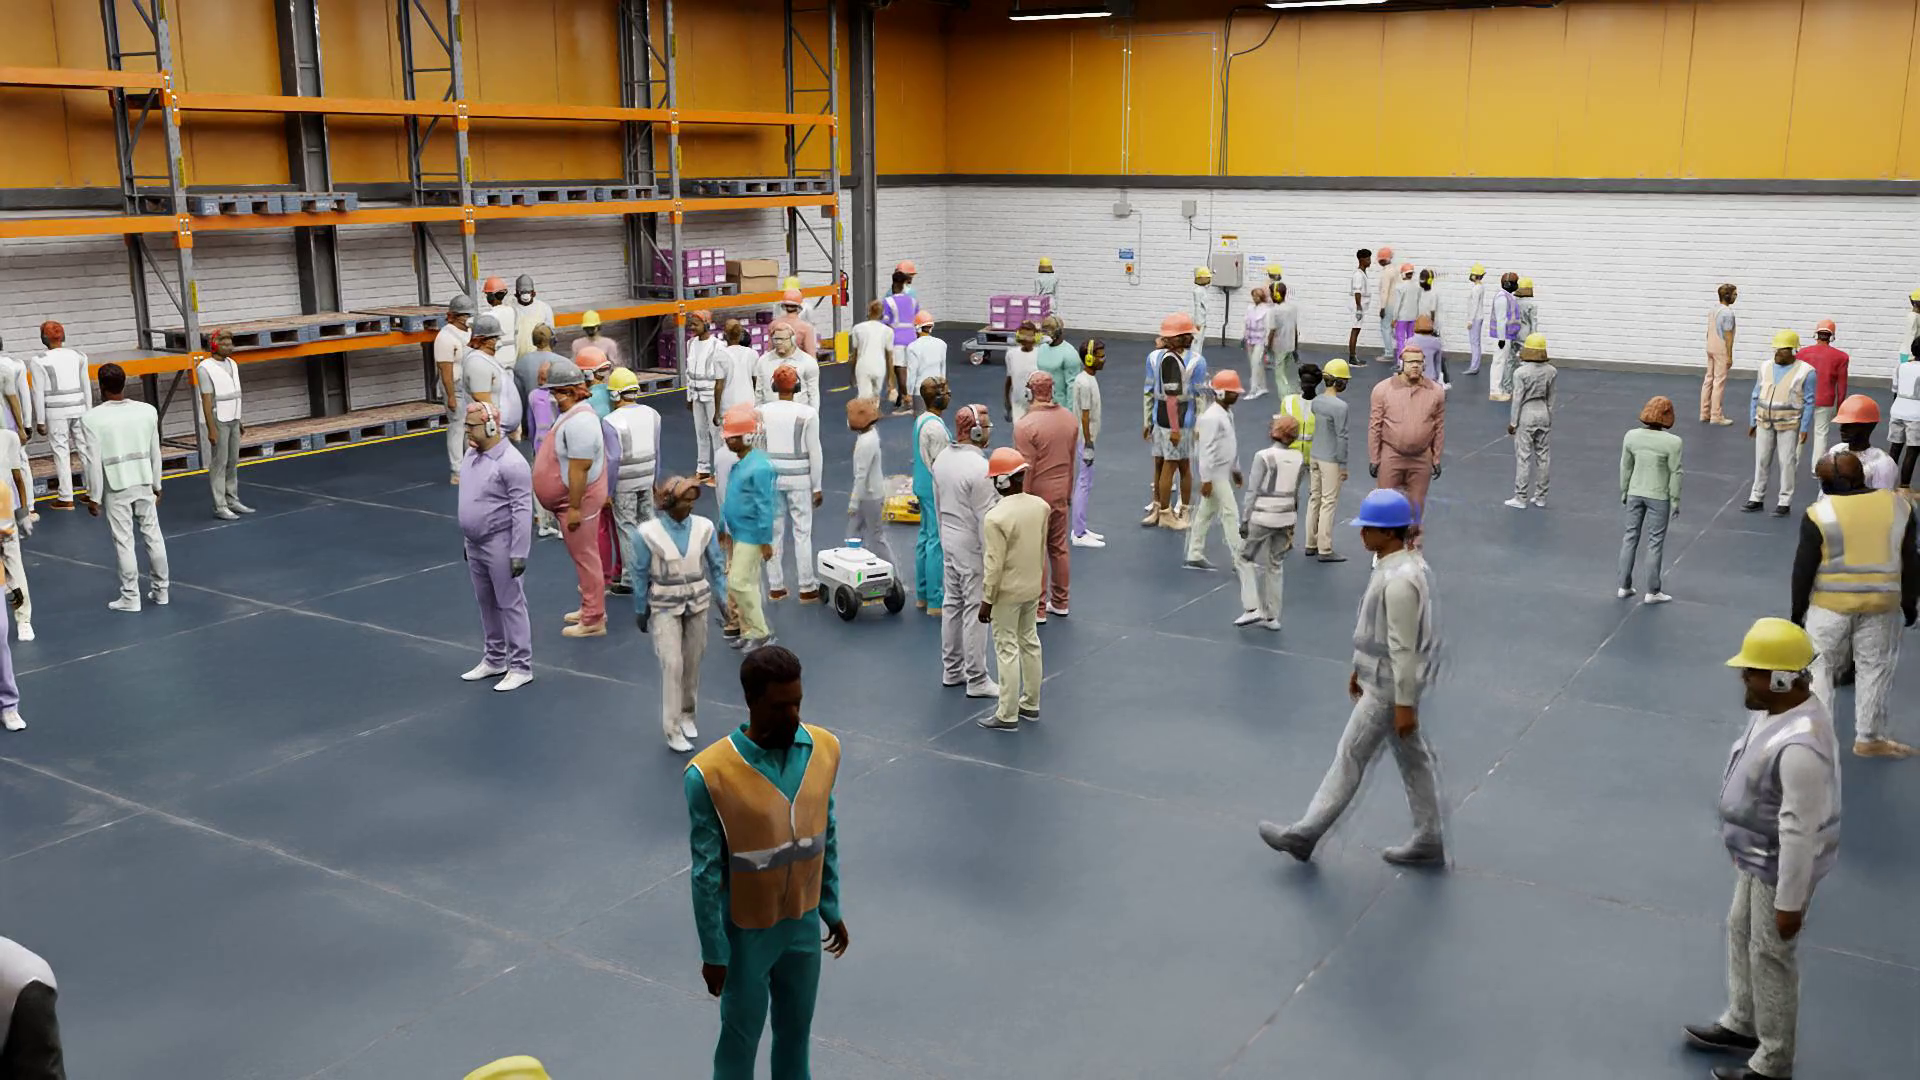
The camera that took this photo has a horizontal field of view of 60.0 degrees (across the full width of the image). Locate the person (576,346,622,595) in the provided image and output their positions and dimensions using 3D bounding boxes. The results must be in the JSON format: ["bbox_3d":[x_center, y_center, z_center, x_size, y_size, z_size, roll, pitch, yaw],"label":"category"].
[{"bbox_3d":[-2.885,-0.557,13.339,0.406,1.988,0.613,6,14,24],"label":"person"}]

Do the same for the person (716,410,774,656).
[{"bbox_3d":[-1.543,-0.054,11.701,0.404,1.736,0.577,-6,14,-25],"label":"person"}]

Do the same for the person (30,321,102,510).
[{"bbox_3d":[-8.912,-1.238,16.556,0.356,1.873,0.574,8,15,30],"label":"person"}]

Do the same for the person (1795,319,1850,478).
[{"bbox_3d":[9.341,-1.540,18.148,0.578,1.737,0.354,6,14,23],"label":"person"}]

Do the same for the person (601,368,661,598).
[{"bbox_3d":[-2.632,-0.456,13.239,0.403,1.830,0.599,8,15,32],"label":"person"}]

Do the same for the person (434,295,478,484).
[{"bbox_3d":[-5.282,-1.618,17.825,0.535,2.000,0.681,3,13,13],"label":"person"}]

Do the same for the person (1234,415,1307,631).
[{"bbox_3d":[2.303,-0.126,12.312,0.600,1.610,0.348,-7,15,-30],"label":"person"}]

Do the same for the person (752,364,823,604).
[{"bbox_3d":[-1.342,-0.432,13.027,0.575,1.883,0.362,4,14,18],"label":"person"}]

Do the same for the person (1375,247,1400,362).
[{"bbox_3d":[7.356,-4.016,28.430,0.573,1.977,0.662,7,15,29],"label":"person"}]

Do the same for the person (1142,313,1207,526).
[{"bbox_3d":[1.989,-1.109,15.615,0.615,2.038,0.396,7,15,29],"label":"person"}]

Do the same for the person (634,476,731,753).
[{"bbox_3d":[-1.606,0.445,9.804,0.533,1.606,0.672,-7,15,-28],"label":"person"}]

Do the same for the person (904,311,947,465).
[{"bbox_3d":[-0.407,-1.725,18.911,0.563,1.753,0.327,-11,17,-41],"label":"person"}]

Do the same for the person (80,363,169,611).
[{"bbox_3d":[-6.422,-0.403,12.820,0.397,1.920,0.587,9,16,34],"label":"person"}]

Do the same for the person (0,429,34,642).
[{"bbox_3d":[-6.951,-0.165,11.931,0.501,1.862,0.328,-8,15,-30],"label":"person"}]

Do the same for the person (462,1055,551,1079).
[{"bbox_3d":[-0.897,1.863,3.353,0.339,1.761,0.524,-6,14,-23],"label":"person"}]

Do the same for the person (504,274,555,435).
[{"bbox_3d":[-5.444,-2.337,20.941,0.682,2.000,0.537,-3,13,-11],"label":"person"}]

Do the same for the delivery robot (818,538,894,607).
[{"bbox_3d":[-0.812,0.232,12.850,0.477,0.478,0.707,-8,15,-31],"label":"delivery robot"}]

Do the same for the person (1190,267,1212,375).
[{"bbox_3d":[3.849,-3.473,26.519,0.300,1.745,0.483,5,14,19],"label":"person"}]

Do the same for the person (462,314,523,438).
[{"bbox_3d":[-4.346,-1.083,15.504,0.536,2.000,0.682,-4,13,-15],"label":"person"}]

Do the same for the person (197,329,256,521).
[{"bbox_3d":[-7.143,-1.123,16.102,0.373,1.844,0.571,1,13,4],"label":"person"}]

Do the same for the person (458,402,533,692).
[{"bbox_3d":[-3.081,0.039,10.930,0.655,1.906,0.407,11,17,41],"label":"person"}]

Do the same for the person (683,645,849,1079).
[{"bbox_3d":[-0.634,1.271,5.564,0.593,1.919,0.391,-12,18,-43],"label":"person"}]

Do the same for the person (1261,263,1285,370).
[{"bbox_3d":[5.096,-3.671,27.364,0.441,1.751,0.541,3,13,13],"label":"person"}]

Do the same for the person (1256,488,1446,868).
[{"bbox_3d":[1.976,0.682,8.142,0.971,1.897,0.651,3,13,14],"label":"person"}]

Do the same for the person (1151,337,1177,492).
[{"bbox_3d":[2.173,-1.324,17.449,0.315,1.631,0.523,0,13,0],"label":"person"}]

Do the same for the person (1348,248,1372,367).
[{"bbox_3d":[6.687,-3.890,27.841,0.373,1.966,0.605,4,14,17],"label":"person"}]

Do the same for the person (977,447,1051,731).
[{"bbox_3d":[0.304,0.296,10.162,0.335,1.746,0.562,10,16,38],"label":"person"}]

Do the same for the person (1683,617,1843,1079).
[{"bbox_3d":[3.022,1.176,6.180,0.420,1.825,0.617,5,14,21],"label":"person"}]

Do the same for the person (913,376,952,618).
[{"bbox_3d":[-0.181,-0.329,12.663,0.345,1.847,0.508,-4,14,-18],"label":"person"}]

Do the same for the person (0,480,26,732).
[{"bbox_3d":[-5.944,0.257,9.972,0.582,1.919,0.402,-13,18,-44],"label":"person"}]

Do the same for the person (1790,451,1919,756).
[{"bbox_3d":[5.220,0.383,9.681,0.737,1.810,0.433,2,13,7],"label":"person"}]

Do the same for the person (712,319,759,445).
[{"bbox_3d":[-2.292,-1.341,17.052,0.517,1.843,0.325,-8,15,-30],"label":"person"}]

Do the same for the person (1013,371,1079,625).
[{"bbox_3d":[0.597,-0.320,12.495,0.400,1.903,0.645,12,18,42],"label":"person"}]

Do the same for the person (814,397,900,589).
[{"bbox_3d":[-0.832,-0.334,13.197,0.739,1.598,0.523,-1,13,-3],"label":"person"}]

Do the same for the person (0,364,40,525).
[{"bbox_3d":[-9.127,-1.048,15.777,0.506,1.847,0.343,1,13,2],"label":"person"}]

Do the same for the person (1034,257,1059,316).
[{"bbox_3d":[1.509,-4.106,29.296,0.484,1.735,0.342,-7,15,-28],"label":"person"}]

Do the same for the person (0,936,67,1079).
[{"bbox_3d":[-2.466,1.593,4.164,0.587,1.920,0.393,4,14,18],"label":"person"}]

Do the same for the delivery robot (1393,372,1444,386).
[{"bbox_3d":[6.556,-2.289,23.783,0.707,0.478,0.477,-6,14,-23],"label":"delivery robot"}]
